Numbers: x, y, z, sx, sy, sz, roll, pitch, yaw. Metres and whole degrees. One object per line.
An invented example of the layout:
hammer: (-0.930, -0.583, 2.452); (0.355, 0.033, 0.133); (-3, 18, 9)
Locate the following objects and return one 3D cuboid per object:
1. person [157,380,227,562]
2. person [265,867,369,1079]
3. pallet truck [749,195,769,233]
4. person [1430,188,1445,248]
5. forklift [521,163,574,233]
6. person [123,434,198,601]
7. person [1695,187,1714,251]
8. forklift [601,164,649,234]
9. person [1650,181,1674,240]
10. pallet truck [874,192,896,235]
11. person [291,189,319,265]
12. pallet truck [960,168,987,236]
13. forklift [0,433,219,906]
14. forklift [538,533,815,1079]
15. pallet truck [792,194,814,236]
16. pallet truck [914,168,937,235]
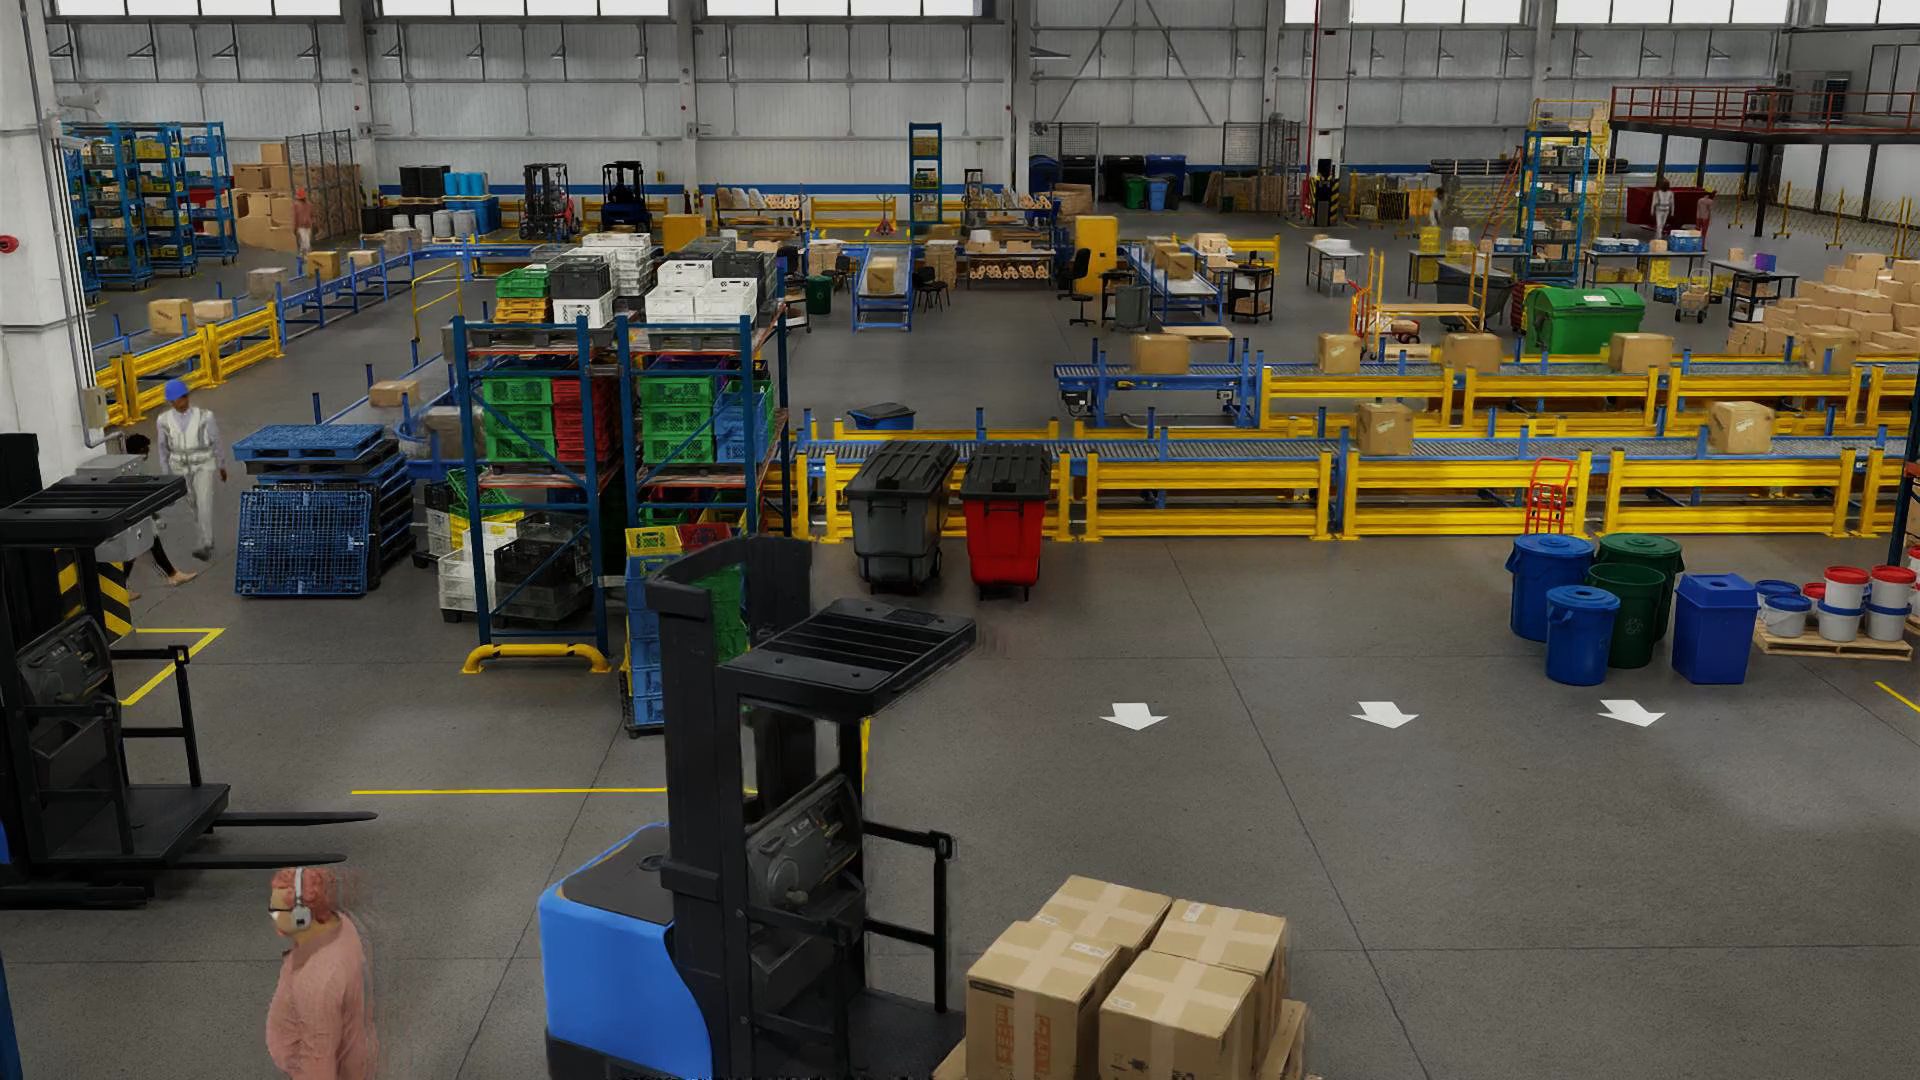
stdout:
person: (-8.043, -0.731, 17.388); (0.617, 1.883, 0.997); (-3, 16, -9)
person: (-2.609, 2.244, 7.068); (0.797, 1.884, 0.652); (-4, 17, -14)
pallet truck: (-6.051, -9.967, 50.660); (0.680, 1.201, 1.601); (0, 16, -1)
person: (12.789, -8.550, 44.669); (0.381, 1.831, 0.674); (6, 17, 20)
forklift: (-12.233, -10.122, 49.298); (1.157, 1.987, 2.680); (0, 16, -1)
person: (-7.874, -0.225, 16.058); (0.759, 1.640, 0.540); (-8, 18, -26)
person: (20.490, -8.831, 45.776); (0.348, 1.756, 0.518); (-8, 18, -26)
forklift: (-9.948, -10.127, 49.296); (1.157, 1.987, 2.680); (-1, 16, -3)
person: (19.886, -9.242, 47.080); (0.596, 1.835, 0.973); (1, 16, 2)
pallet truck: (-2.277, -9.986, 50.594); (0.653, 1.274, 1.630); (0, 16, -1)
person: (-16.671, -7.995, 42.539); (0.964, 1.927, 0.653); (9, 18, 27)
pallet truck: (0.383, -10.230, 50.206); (0.823, 1.965, 1.885); (-1, 16, -3)
forklift: (-5.952, 0.780, 10.366); (1.873, 2.768, 1.129); (0, 16, -1)
forklift: (-1.074, 1.417, 8.150); (1.873, 2.768, 1.129); (8, 18, 25)
pallet truck: (-4.814, -9.883, 50.259); (0.704, 1.261, 1.522); (-1, 16, -3)
pallet truck: (-0.989, -10.316, 50.507); (0.823, 1.965, 1.885); (1, 16, 3)
